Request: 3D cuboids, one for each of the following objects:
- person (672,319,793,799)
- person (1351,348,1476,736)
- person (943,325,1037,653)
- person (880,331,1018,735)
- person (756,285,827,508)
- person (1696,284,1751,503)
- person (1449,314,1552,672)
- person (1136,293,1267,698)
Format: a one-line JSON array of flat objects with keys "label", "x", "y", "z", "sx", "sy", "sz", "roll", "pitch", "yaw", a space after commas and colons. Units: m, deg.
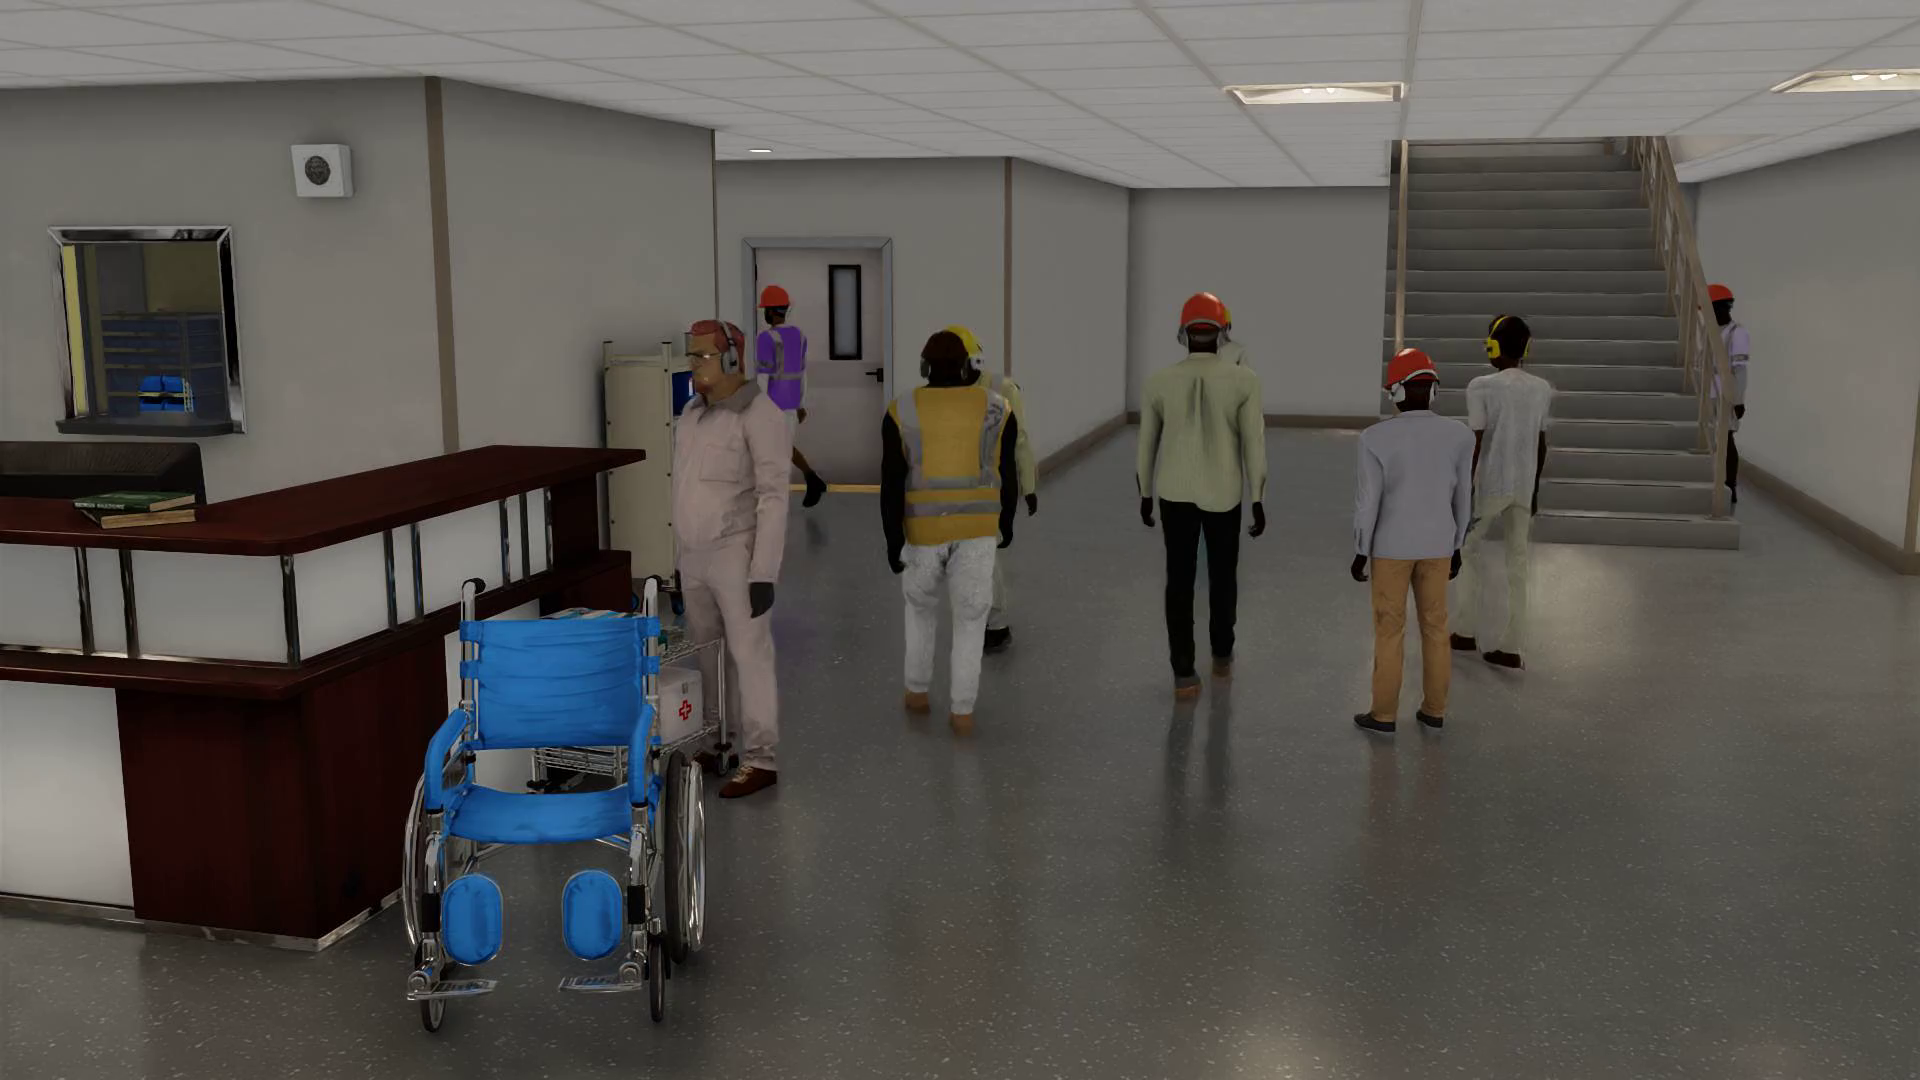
[{"label": "person", "x": -0.948, "y": 0.077, "z": 6.678, "sx": 0.401, "sy": 1.906, "sz": 0.685, "roll": -9, "pitch": 13, "yaw": -44}, {"label": "person", "x": 2.022, "y": 0.012, "z": 7.505, "sx": 0.559, "sy": 1.745, "sz": 0.333, "roll": -2, "pitch": 10, "yaw": -12}, {"label": "person", "x": 0.078, "y": -0.280, "z": 9.117, "sx": 0.629, "sy": 1.785, "sz": 0.603, "roll": 7, "pitch": 12, "yaw": 36}, {"label": "person", "x": -0.050, "y": -0.055, "z": 7.699, "sx": 0.637, "sy": 1.810, "sz": 0.775, "roll": -1, "pitch": 10, "yaw": -3}, {"label": "person", "x": -1.458, "y": -1.151, "z": 13.837, "sx": 0.542, "sy": 1.920, "sz": 0.551, "roll": 6, "pitch": 11, "yaw": 31}, {"label": "person", "x": 6.665, "y": -1.273, "z": 14.580, "sx": 0.424, "sy": 1.915, "sz": 0.614, "roll": -2, "pitch": 10, "yaw": -10}, {"label": "person", "x": 2.806, "y": -0.261, "z": 8.804, "sx": 0.565, "sy": 1.844, "sz": 0.741, "roll": -2, "pitch": 10, "yaw": -13}, {"label": "person", "x": 1.208, "y": -0.238, "z": 8.326, "sx": 0.654, "sy": 1.960, "sz": 0.937, "roll": 2, "pitch": 10, "yaw": 14}]
